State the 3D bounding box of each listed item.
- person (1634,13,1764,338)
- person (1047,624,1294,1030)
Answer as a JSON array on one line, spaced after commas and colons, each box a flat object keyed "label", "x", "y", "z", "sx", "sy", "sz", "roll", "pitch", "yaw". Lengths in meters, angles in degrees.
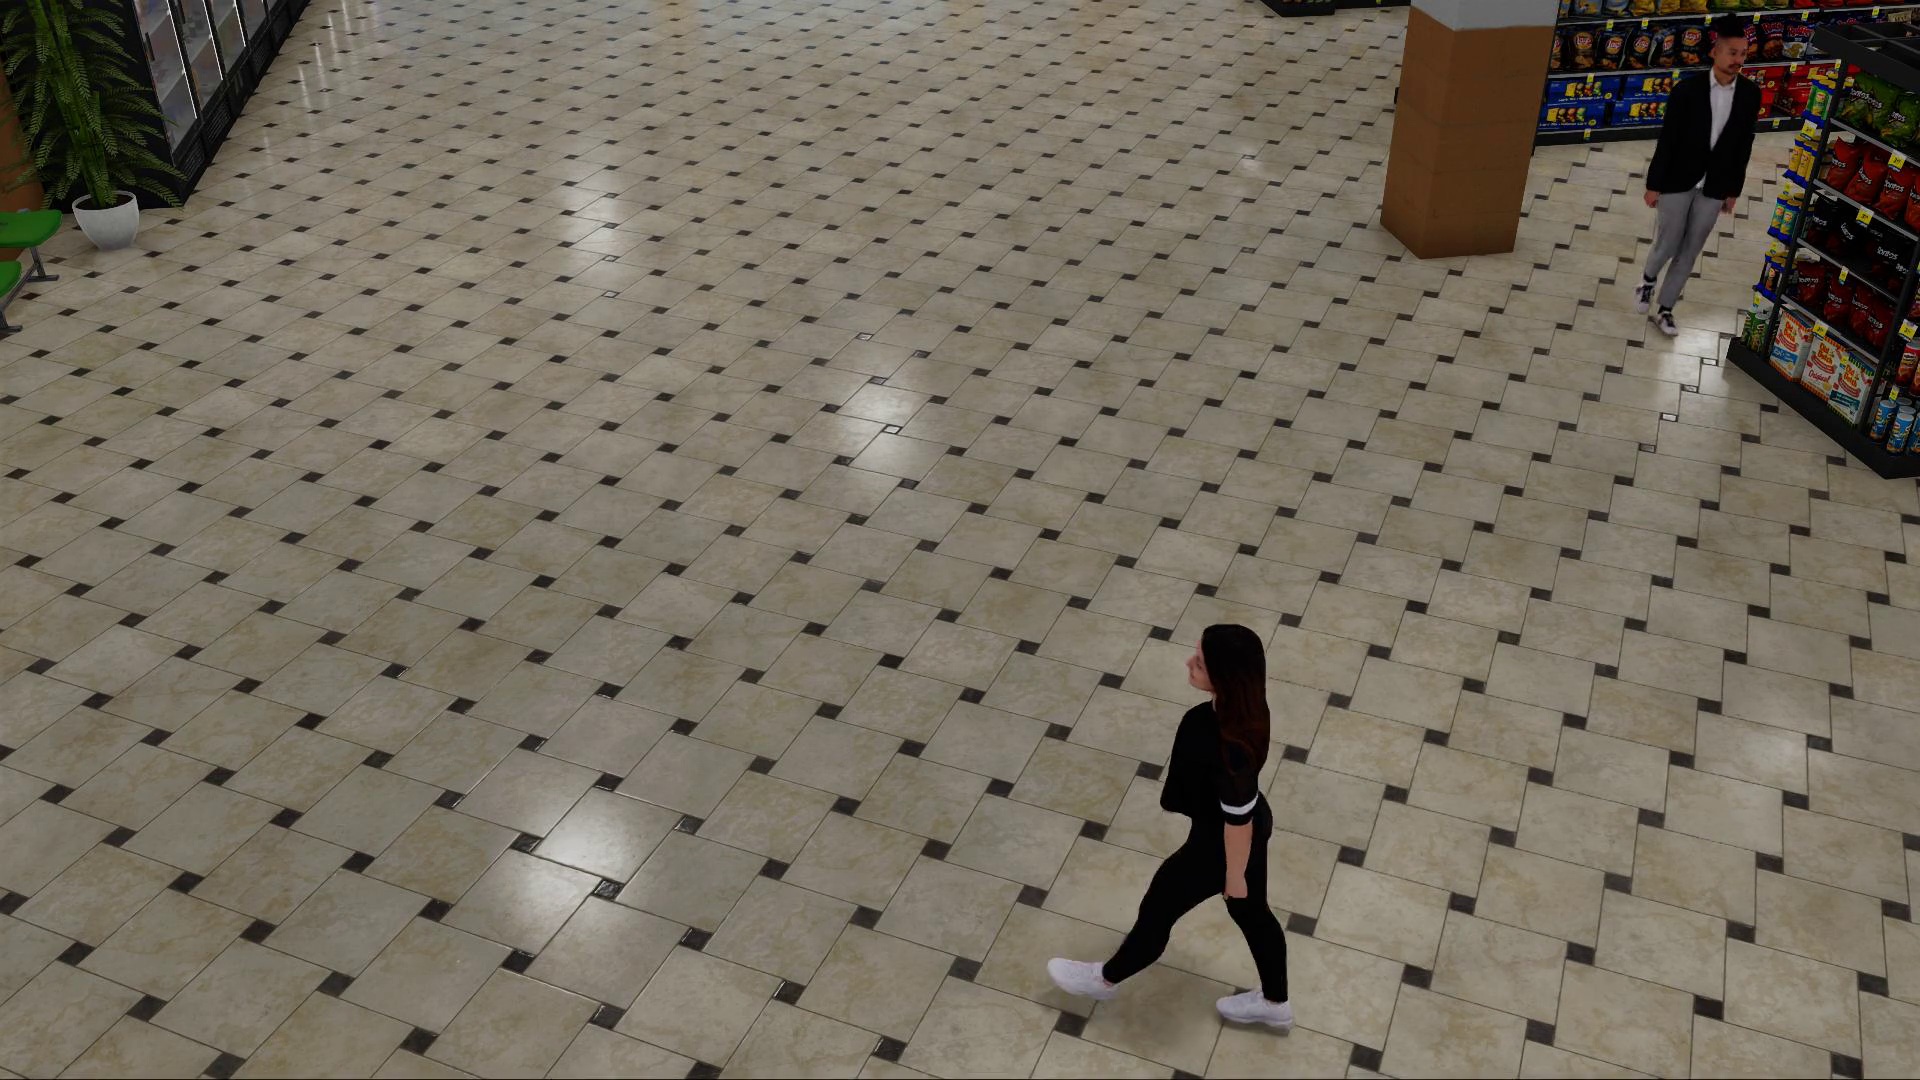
[{"label": "person", "x": 4.414, "y": -2.207, "z": 10.049, "sx": 0.768, "sy": 1.943, "sz": 0.871, "roll": 3, "pitch": 32, "yaw": 4}, {"label": "person", "x": 0.912, "y": 0.959, "z": 5.286, "sx": 1.149, "sy": 1.599, "sz": 0.889, "roll": 8, "pitch": 33, "yaw": 12}]
